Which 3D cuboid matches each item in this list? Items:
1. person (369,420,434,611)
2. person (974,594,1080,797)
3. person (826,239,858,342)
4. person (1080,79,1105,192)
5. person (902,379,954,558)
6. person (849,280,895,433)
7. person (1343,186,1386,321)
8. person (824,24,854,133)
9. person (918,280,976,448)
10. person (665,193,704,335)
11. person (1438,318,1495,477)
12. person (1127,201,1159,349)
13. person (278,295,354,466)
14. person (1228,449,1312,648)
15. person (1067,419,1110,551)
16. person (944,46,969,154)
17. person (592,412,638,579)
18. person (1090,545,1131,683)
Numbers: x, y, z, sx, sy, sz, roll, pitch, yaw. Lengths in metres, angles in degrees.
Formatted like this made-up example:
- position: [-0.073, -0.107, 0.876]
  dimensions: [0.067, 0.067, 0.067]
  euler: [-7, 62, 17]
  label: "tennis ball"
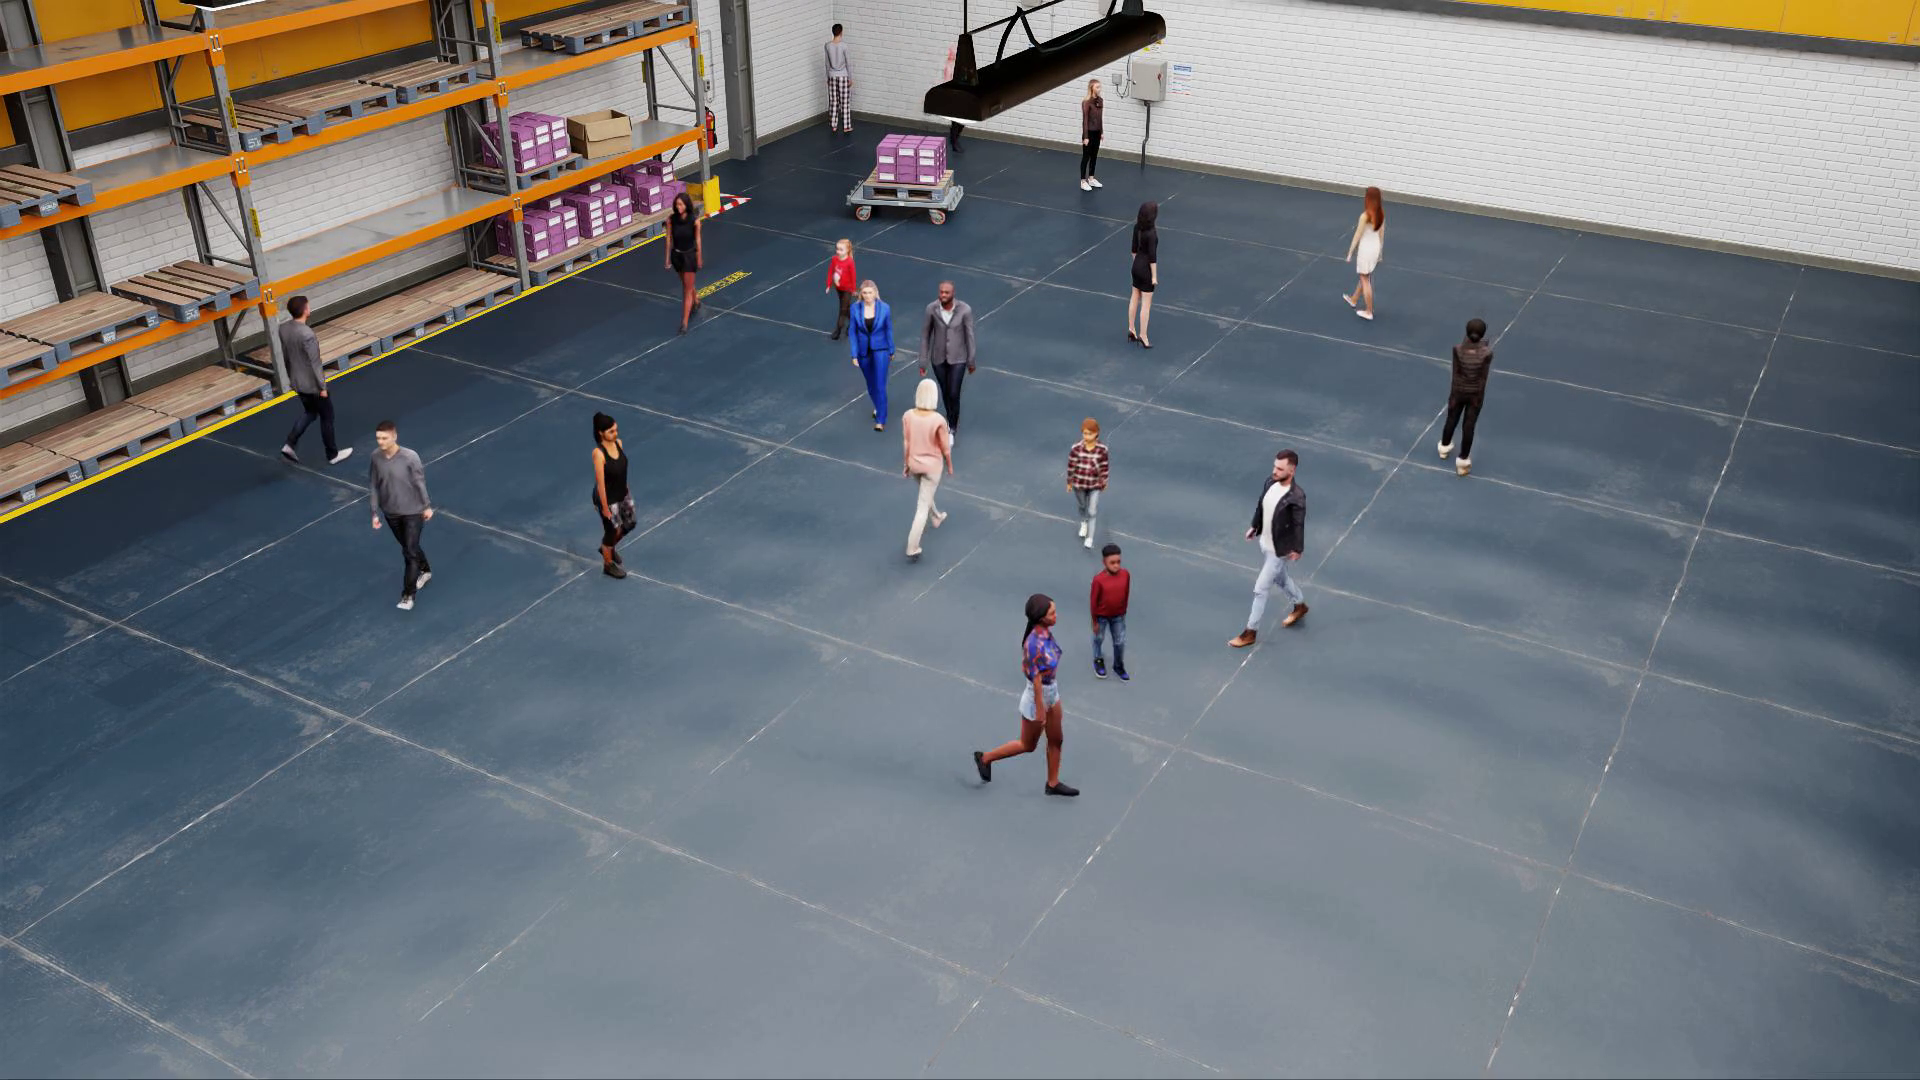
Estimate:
- position: [-4.964, -0.287, 14.918]
  dimensions: [0.922, 1.719, 1.173]
  euler: [3, 29, 6]
  label: "person"
- position: [0.495, 1.174, 12.239]
  dimensions: [0.764, 1.720, 1.009]
  euler: [9, 30, 16]
  label: "person"
- position: [-1.400, -3.121, 20.610]
  dimensions: [0.520, 1.243, 0.913]
  euler: [18, 33, 29]
  label: "person"
- position: [2.063, -6.369, 26.085]
  dimensions: [0.712, 1.703, 0.527]
  euler: [25, 37, 38]
  label: "person"
- position: [-0.350, -0.641, 15.615]
  dimensions: [0.706, 1.674, 1.184]
  euler: [11, 31, 20]
  label: "person"
- position: [-0.960, -2.074, 18.253]
  dimensions: [0.938, 1.662, 1.192]
  euler: [2, 29, 4]
  label: "person"
- position: [5.216, -3.603, 21.028]
  dimensions: [0.945, 1.691, 0.903]
  euler: [-16, 32, -26]
  label: "person"
- position: [-2.119, -8.081, 29.072]
  dimensions: [0.677, 1.847, 0.613]
  euler: [8, 30, 14]
  label: "person"
- position: [-0.100, -1.957, 17.915]
  dimensions: [0.927, 1.781, 1.126]
  euler: [6, 29, 11]
  label: "person"
- position: [-3.418, -3.501, 20.841]
  dimensions: [0.826, 1.691, 1.299]
  euler: [7, 29, 12]
  label: "person"
- position: [5.305, -1.553, 17.311]
  dimensions: [0.682, 1.651, 1.018]
  euler: [11, 31, 20]
  label: "person"
- position: [2.231, -3.236, 20.235]
  dimensions: [0.670, 1.805, 0.663]
  euler: [-13, 31, -23]
  label: "person"
- position: [-6.776, -1.589, 17.163]
  dimensions: [0.715, 1.856, 0.953]
  euler: [18, 33, 29]
  label: "person"
- position: [2.782, 0.028, 14.243]
  dimensions: [1.232, 1.813, 1.107]
  euler: [-11, 30, -19]
  label: "person"
- position: [1.224, -0.578, 15.919]
  dimensions: [0.699, 1.271, 0.946]
  euler: [6, 29, 11]
  label: "person"
- position: [-0.138, -7.372, 27.835]
  dimensions: [0.753, 1.789, 0.645]
  euler: [21, 35, 33]
  label: "person"
- position: [-3.256, -0.425, 15.232]
  dimensions: [0.726, 1.661, 0.617]
  euler: [12, 31, 20]
  label: "person"
- position: [1.212, 0.563, 13.854]
  dimensions: [0.662, 1.245, 0.722]
  euler: [-7, 29, -12]
  label: "person"
